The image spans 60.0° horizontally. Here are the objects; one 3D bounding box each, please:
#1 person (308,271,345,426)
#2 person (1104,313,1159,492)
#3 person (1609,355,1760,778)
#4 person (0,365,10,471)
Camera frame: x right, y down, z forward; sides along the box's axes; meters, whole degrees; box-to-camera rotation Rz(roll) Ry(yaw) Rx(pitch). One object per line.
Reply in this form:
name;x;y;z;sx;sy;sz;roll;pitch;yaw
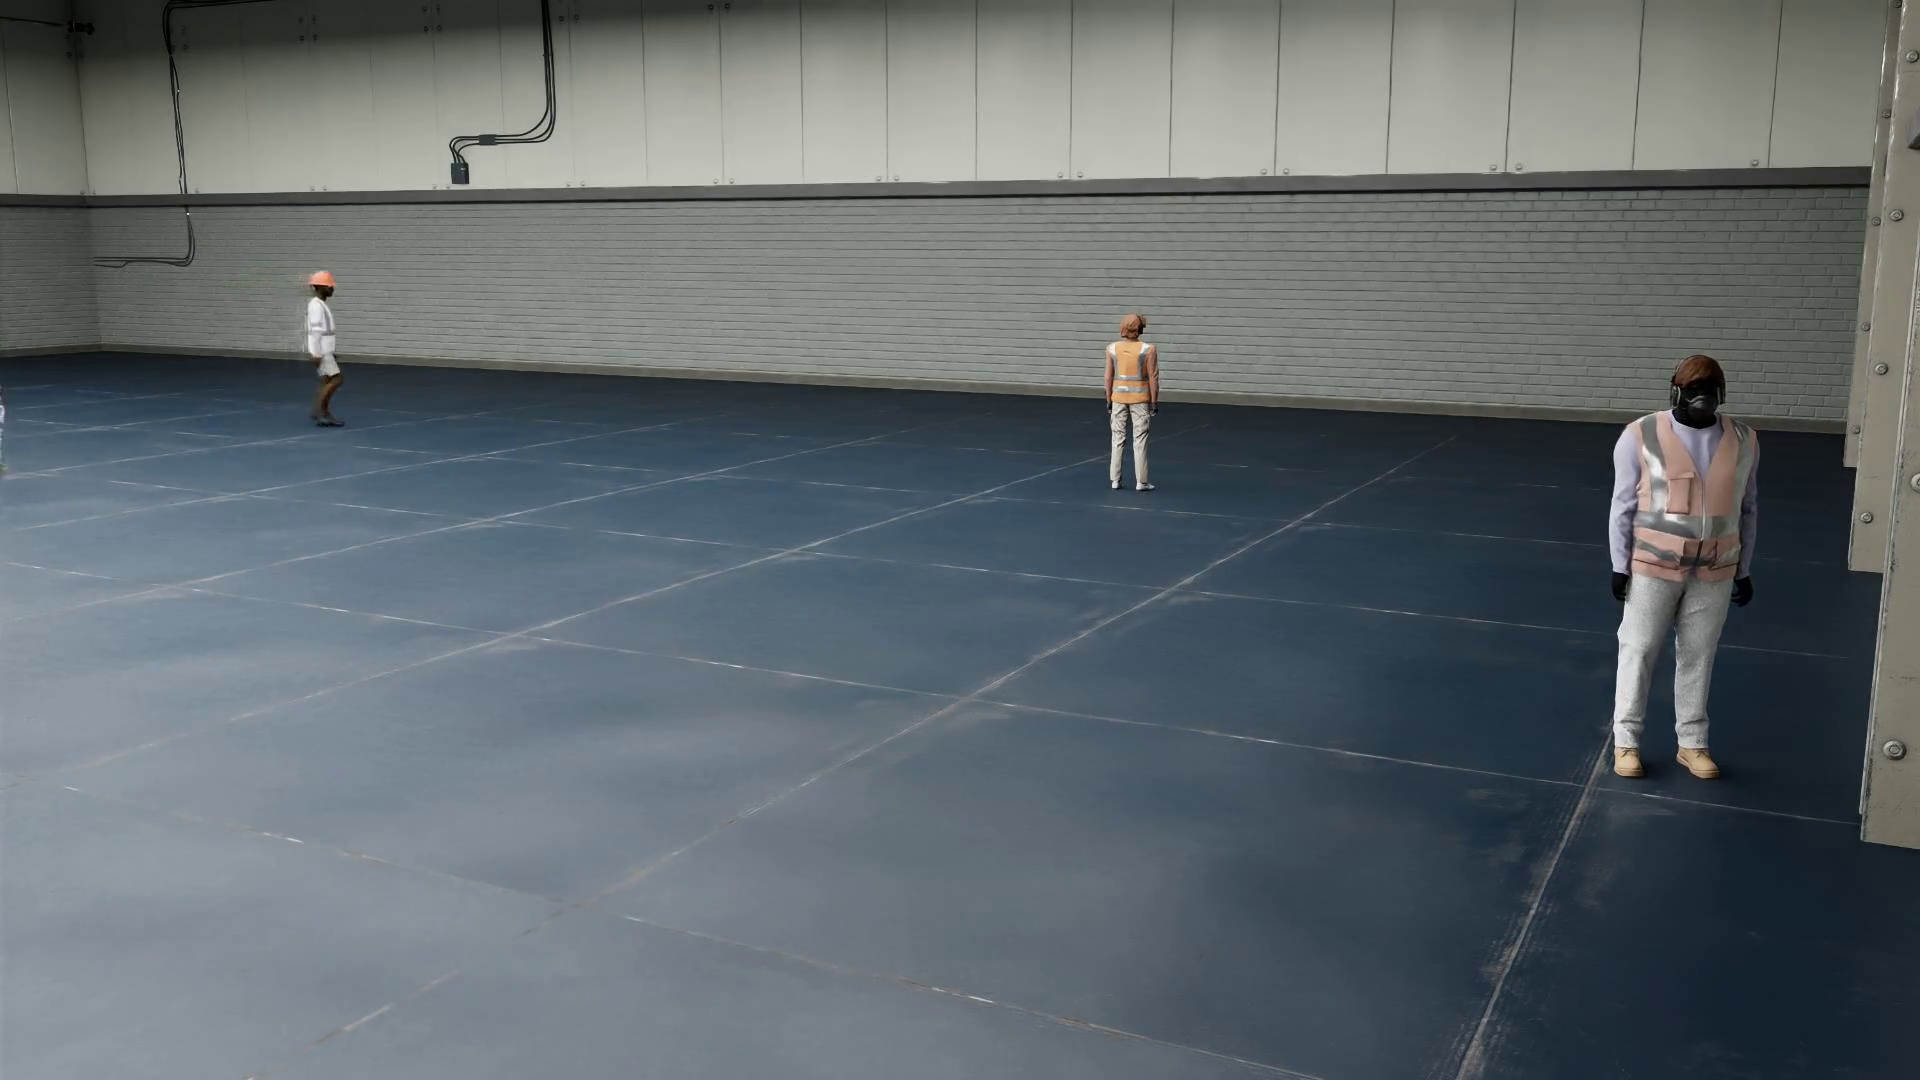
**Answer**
person;-7.781;-2.335;20.424;0.399;1.923;0.542;-3;11;-15
person;1.580;-1.263;15.325;0.523;1.639;0.306;5;12;26
person;3.135;0.123;7.216;0.621;1.845;0.429;1;10;4
person;-9.668;-1.613;16.305;0.653;1.972;0.629;-1;10;-3
